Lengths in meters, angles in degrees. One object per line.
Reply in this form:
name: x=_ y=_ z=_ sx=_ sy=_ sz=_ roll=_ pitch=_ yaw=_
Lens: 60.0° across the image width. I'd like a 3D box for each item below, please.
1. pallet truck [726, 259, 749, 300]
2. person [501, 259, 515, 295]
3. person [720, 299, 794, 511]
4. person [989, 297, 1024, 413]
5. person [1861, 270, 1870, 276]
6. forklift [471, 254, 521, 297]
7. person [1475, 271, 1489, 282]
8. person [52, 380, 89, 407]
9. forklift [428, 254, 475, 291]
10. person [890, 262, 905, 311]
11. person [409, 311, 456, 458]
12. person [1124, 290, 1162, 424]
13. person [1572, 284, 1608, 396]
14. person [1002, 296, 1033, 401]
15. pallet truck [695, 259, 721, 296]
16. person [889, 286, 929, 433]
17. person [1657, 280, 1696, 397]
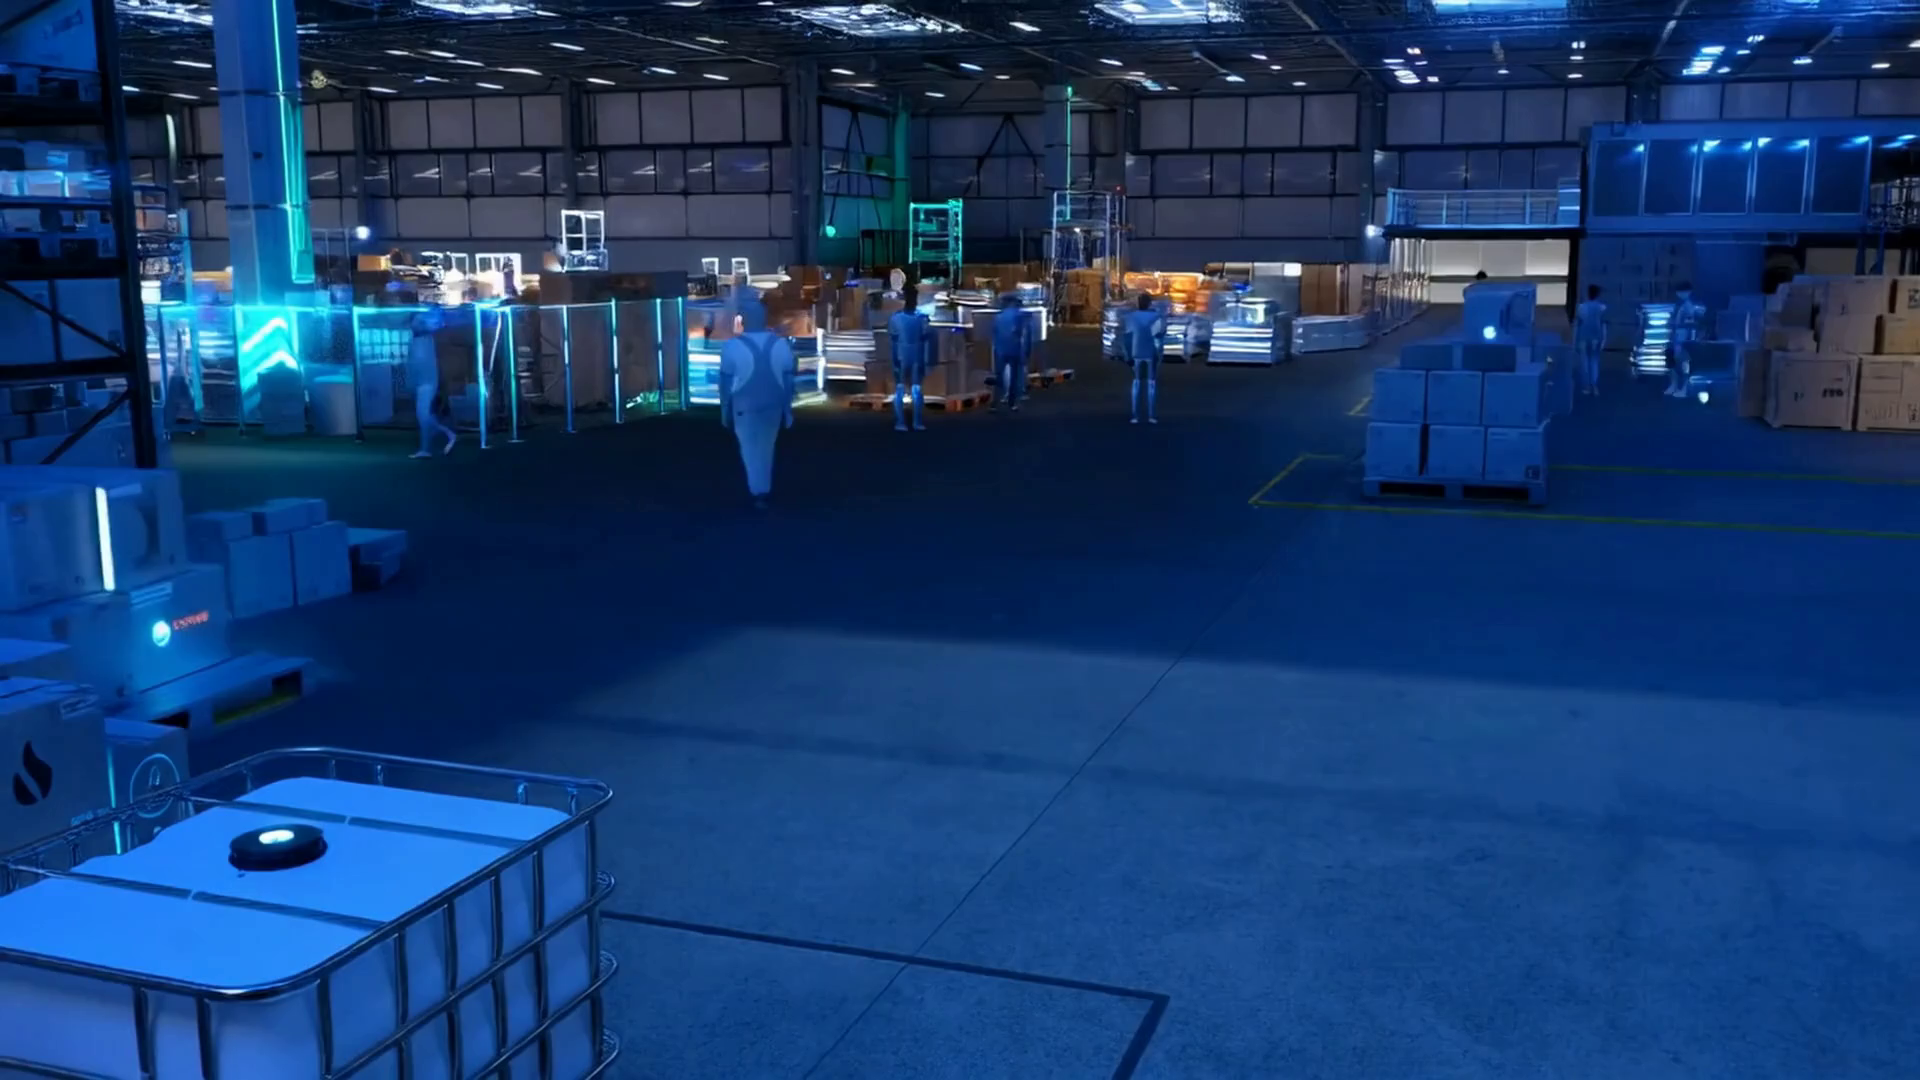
pallet truck: x=-7.986 y=-9.493 z=62.019 sx=0.823 sy=1.965 sz=1.885 roll=3 pitch=11 yaw=17
person: x=-15.087 y=-8.353 z=55.510 sx=0.424 sy=2.028 sz=0.644 roll=-5 pitch=11 yaw=-26
person: x=-1.927 y=-1.313 z=15.828 sx=0.688 sy=2.000 sz=0.983 roll=-4 pitch=11 yaw=-21
person: x=0.692 y=-2.745 z=24.779 sx=0.538 sy=1.727 sz=0.870 roll=3 pitch=11 yaw=17
person: x=23.654 y=-6.149 z=43.618 sx=0.578 sy=1.860 sz=0.876 roll=5 pitch=11 yaw=27
forklift: x=-17.990 y=-10.121 z=64.684 sx=1.157 sy=1.987 sz=2.680 roll=3 pitch=11 yaw=17
person: x=11.658 y=-5.038 z=37.145 sx=0.399 sy=1.928 sz=0.542 roll=5 pitch=11 yaw=26
person: x=-10.713 y=-2.023 z=19.973 sx=0.388 sy=1.996 sz=0.618 roll=0 pitch=10 yaw=-3
forklift: x=-20.133 y=-10.254 z=65.465 sx=1.157 sy=1.987 sz=2.680 roll=3 pitch=11 yaw=19
person: x=-2.355 y=-9.526 z=62.586 sx=0.983 sy=1.868 sz=0.648 roll=-9 pitch=13 yaw=-41
person: x=-6.250 y=-1.823 z=19.561 sx=0.436 sy=1.737 sz=0.541 roll=-1 pitch=10 yaw=-3
person: x=2.568 y=-2.549 z=23.277 sx=0.535 sy=1.868 sz=0.309 roll=3 pitch=10 yaw=14
person: x=10.497 y=-3.329 z=27.738 sx=0.526 sy=1.845 sz=0.650 roll=2 pitch=10 yaw=12
person: x=0.909 y=-3.086 z=26.815 sx=0.537 sy=1.693 sz=0.320 roll=2 pitch=10 yaw=10
pallet truck: x=-9.165 y=-9.627 z=62.776 sx=0.823 sy=1.965 sz=1.885 roll=4 pitch=11 yaw=23
person: x=-0.671 y=-2.411 z=22.268 sx=0.598 sy=1.959 sz=0.387 roll=-9 pitch=13 yaw=-40
person: x=11.829 y=-3.317 z=27.445 sx=0.649 sy=1.919 sz=0.570 roll=1 pitch=10 yaw=5
